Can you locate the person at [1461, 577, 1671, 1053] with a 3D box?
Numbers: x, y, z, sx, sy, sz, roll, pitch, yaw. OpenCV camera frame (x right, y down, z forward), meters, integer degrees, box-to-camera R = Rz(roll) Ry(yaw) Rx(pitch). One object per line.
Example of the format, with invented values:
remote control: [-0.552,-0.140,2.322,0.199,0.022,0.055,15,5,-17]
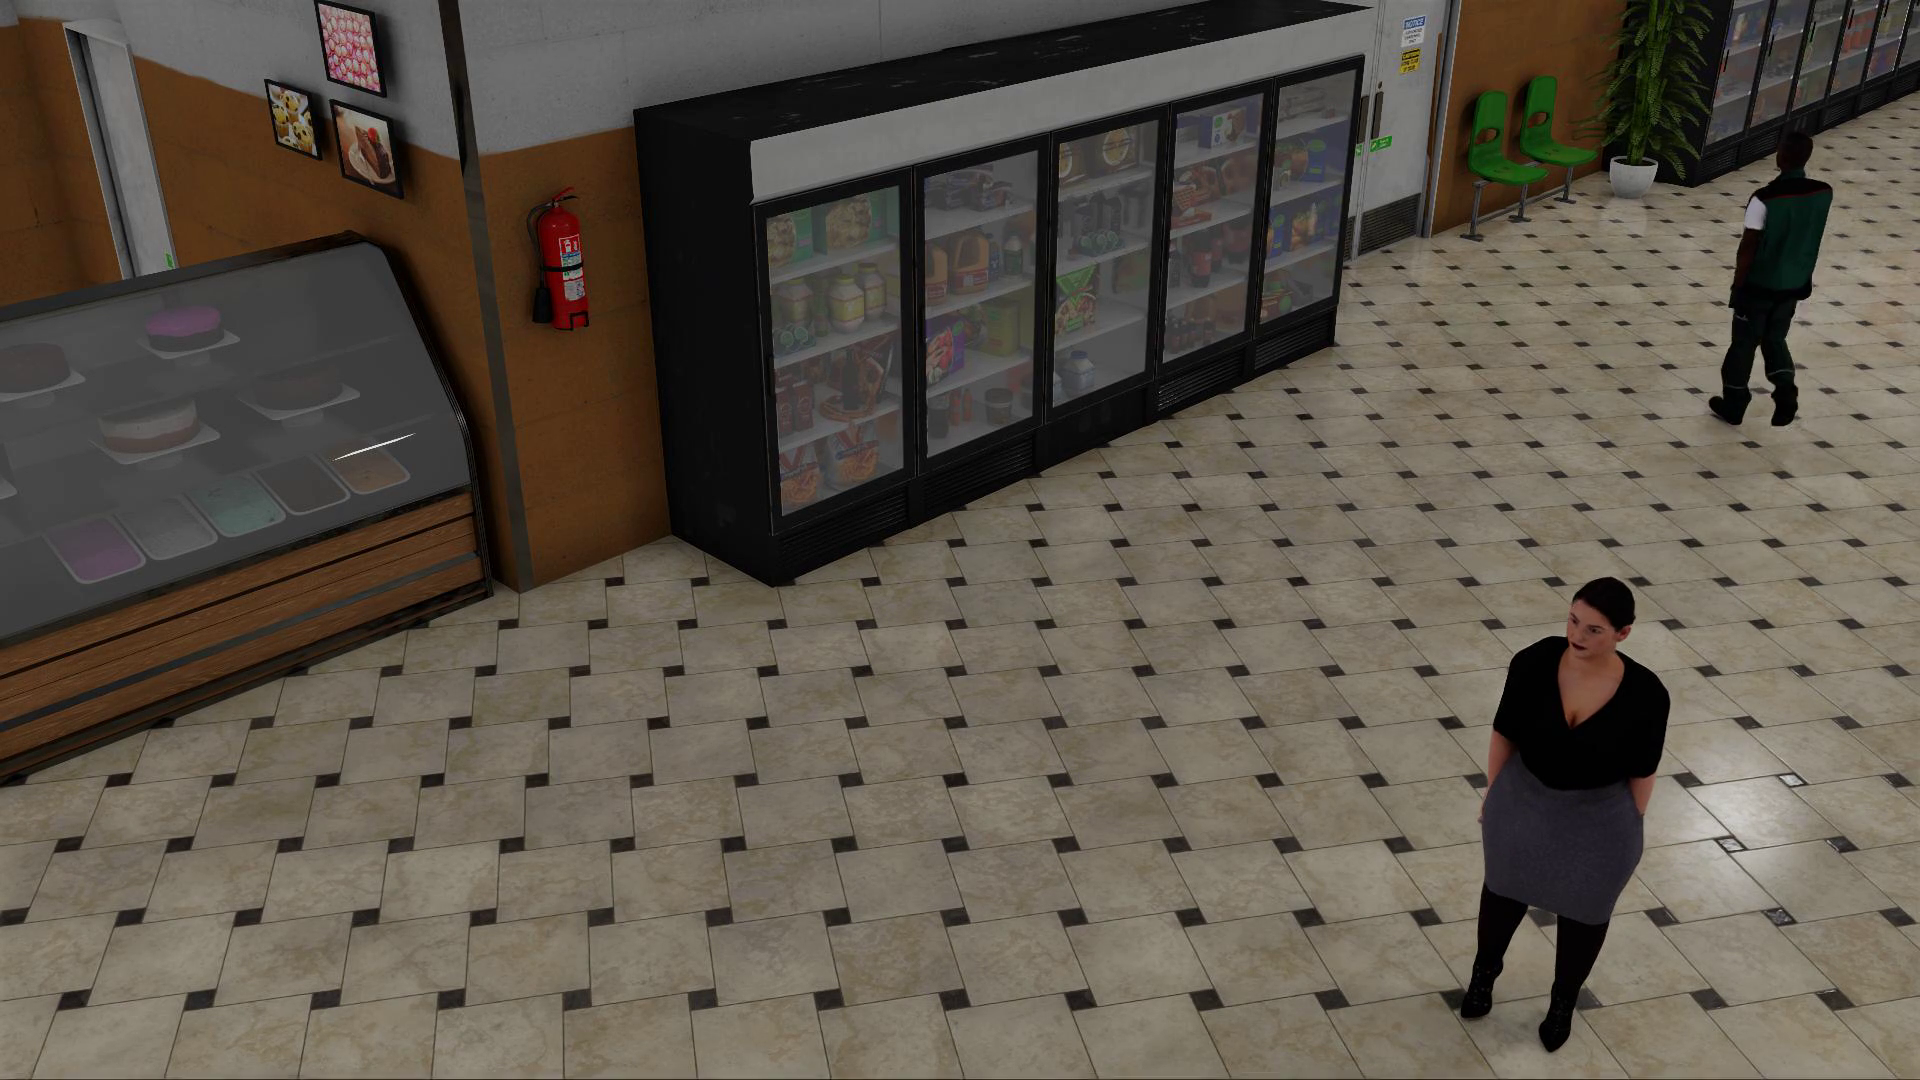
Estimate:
person: [1.936,0.885,5.341,0.628,1.757,0.782,16,31,29]

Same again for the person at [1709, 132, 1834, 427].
person: [4.917,-1.500,9.968,0.989,1.826,1.075,-3,27,-7]
